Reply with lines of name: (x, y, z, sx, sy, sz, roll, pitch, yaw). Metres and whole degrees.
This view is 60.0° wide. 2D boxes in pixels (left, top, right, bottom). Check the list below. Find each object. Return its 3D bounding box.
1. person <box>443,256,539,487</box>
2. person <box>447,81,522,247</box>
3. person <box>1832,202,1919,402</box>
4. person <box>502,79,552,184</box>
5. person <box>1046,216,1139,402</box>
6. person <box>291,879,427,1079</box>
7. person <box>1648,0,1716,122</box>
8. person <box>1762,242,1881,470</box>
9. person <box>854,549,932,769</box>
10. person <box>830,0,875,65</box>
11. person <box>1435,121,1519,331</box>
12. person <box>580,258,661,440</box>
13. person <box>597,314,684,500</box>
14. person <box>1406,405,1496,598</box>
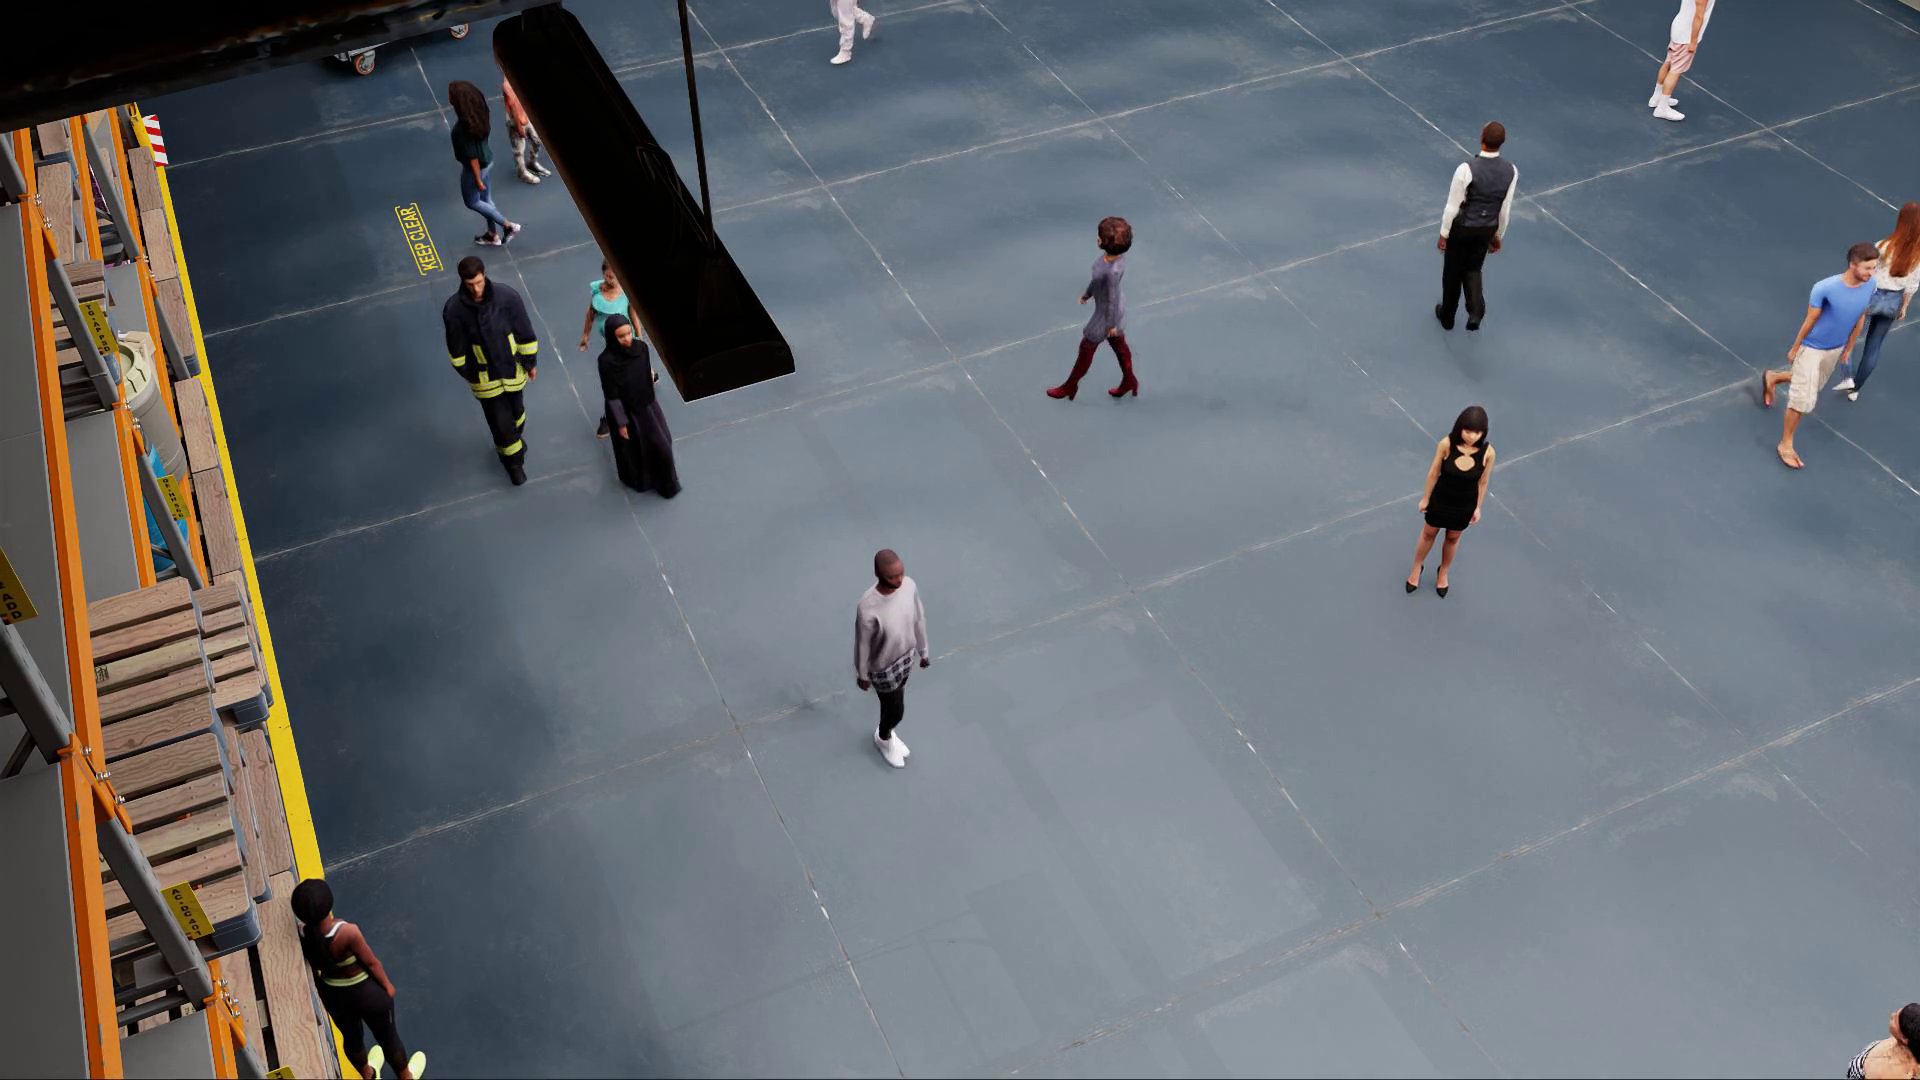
person: (-3.483, -1.389, 12.404, 0.802, 1.894, 0.975, -21, 48, -21)
person: (-4.163, -3.271, 14.589, 0.832, 1.604, 0.788, 6, 44, 6)
person: (7.152, -1.801, 12.969, 0.811, 1.710, 0.856, 11, 45, 12)
person: (-4.167, -3.943, 15.515, 0.639, 1.301, 0.582, 16, 46, 16)
person: (1.225, -1.762, 12.952, 0.966, 1.679, 0.983, 6, 44, 6)
person: (-3.137, 2.346, 8.585, 0.636, 1.754, 0.652, 2, 44, 2)
person: (7.124, -5.011, 16.284, 0.794, 1.787, 0.683, 5, 44, 5)
person: (6.458, -1.519, 12.582, 0.856, 1.836, 1.220, -7, 44, -7)
person: (-0.501, 0.682, 10.325, 0.719, 1.764, 0.728, 34, 53, 30)
person: (-1.135, -5.811, 17.204, 0.868, 1.675, 0.950, -34, 53, -30)
person: (4.179, -2.460, 13.520, 0.854, 1.904, 0.986, -4, 44, -4)
person: (-2.604, -1.602, 12.902, 1.106, 1.515, 1.071, 24, 48, 23)
person: (-2.463, -1.030, 12.233, 0.711, 1.611, 0.879, -28, 50, -26)
person: (3.375, -0.270, 11.408, 0.633, 1.648, 0.674, 10, 45, 11)
